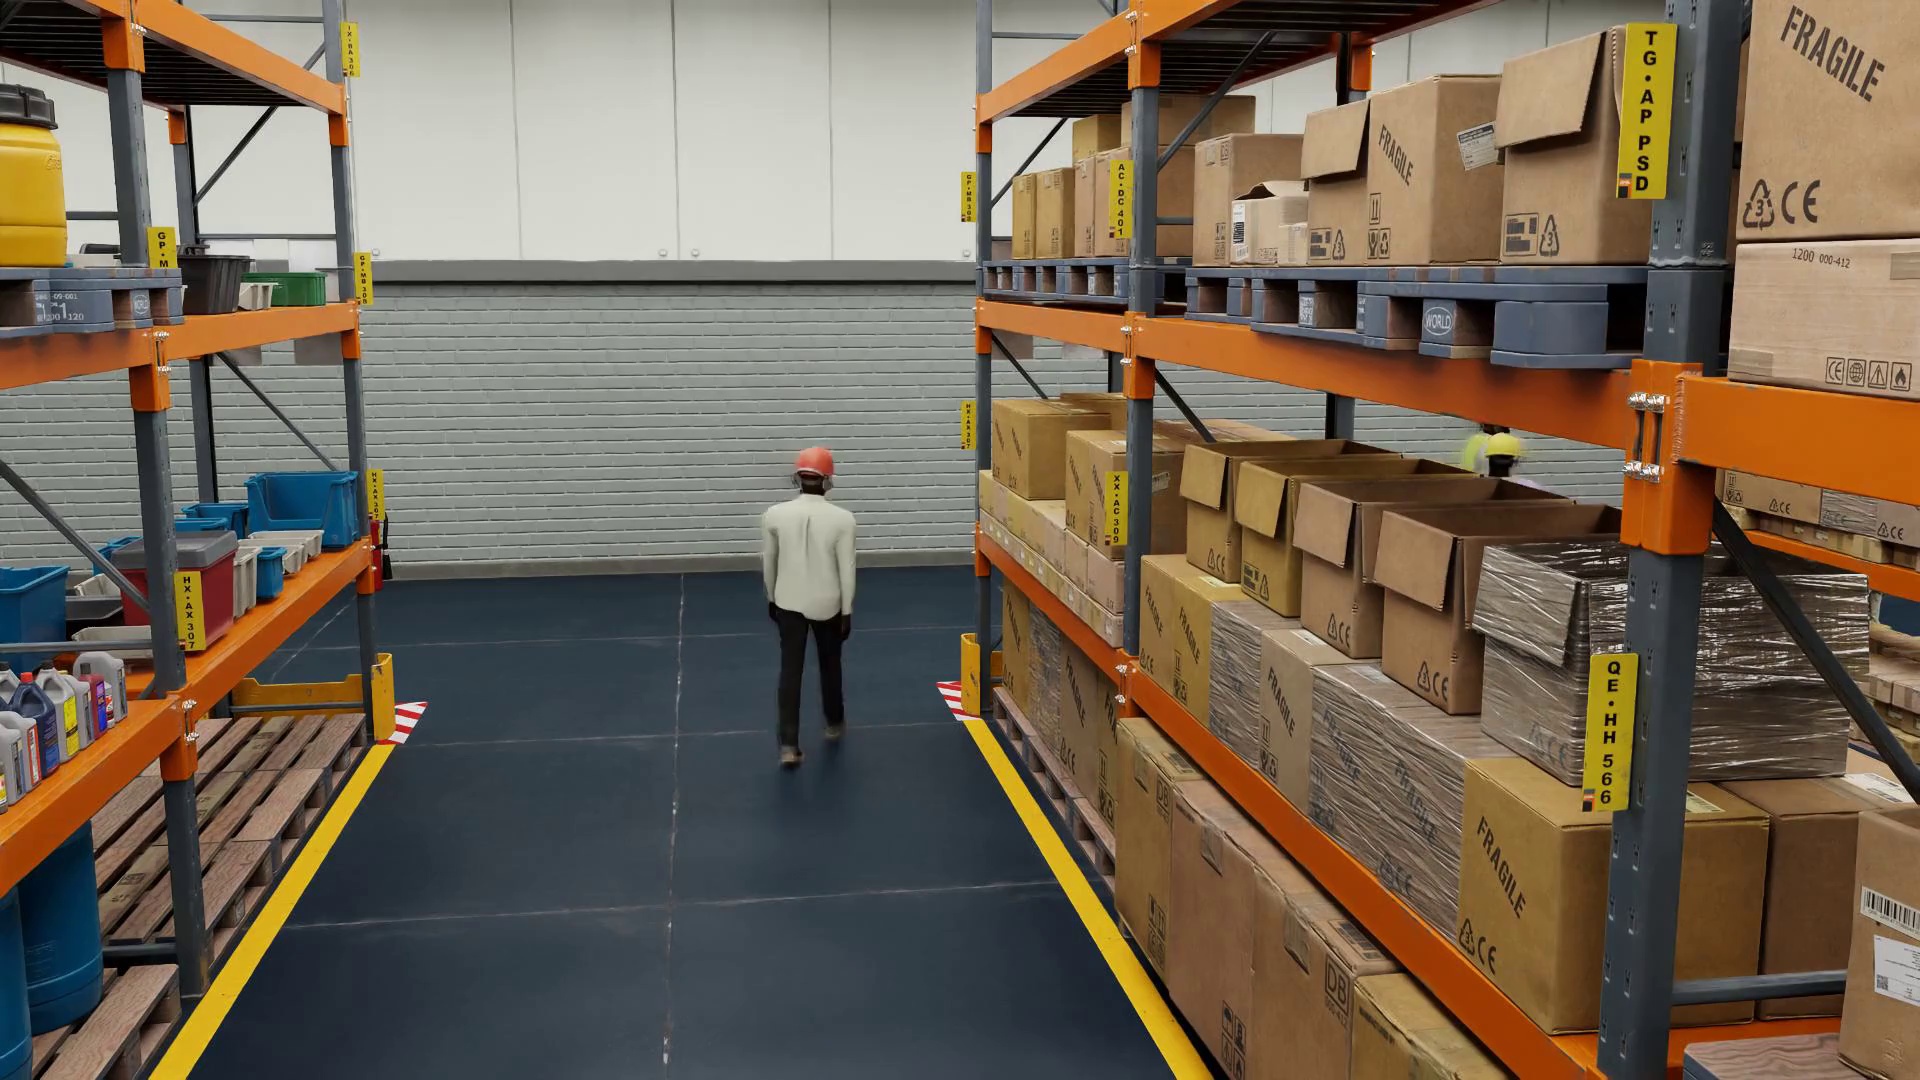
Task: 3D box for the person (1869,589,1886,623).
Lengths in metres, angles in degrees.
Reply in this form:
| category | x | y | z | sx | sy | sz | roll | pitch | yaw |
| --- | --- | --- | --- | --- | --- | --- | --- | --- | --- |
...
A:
| category | x | y | z | sx | sy | sz | roll | pitch | yaw |
| --- | --- | --- | --- | --- | --- | --- | --- | --- | --- |
| person | 6.118 | 0.285 | 11.310 | 0.510 | 1.860 | 0.333 | -5 | 10 | -26 |

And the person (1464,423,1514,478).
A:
| category | x | y | z | sx | sy | sz | roll | pitch | yaw |
| --- | --- | --- | --- | --- | --- | --- | --- | --- | --- |
| person | 4.677 | -0.267 | 14.799 | 0.441 | 1.828 | 0.643 | 0 | 9 | -2 |

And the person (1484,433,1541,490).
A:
| category | x | y | z | sx | sy | sz | roll | pitch | yaw |
| --- | --- | --- | --- | --- | --- | --- | --- | --- | --- |
| person | 3.797 | 0.208 | 11.654 | 0.573 | 1.906 | 0.484 | -4 | 10 | -25 |

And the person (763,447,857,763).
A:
| category | x | y | z | sx | sy | sz | roll | pitch | yaw |
| --- | --- | --- | --- | --- | --- | --- | --- | --- | --- |
| person | -0.942 | 0.390 | 10.411 | 0.621 | 1.949 | 1.019 | 1 | 9 | 7 |
